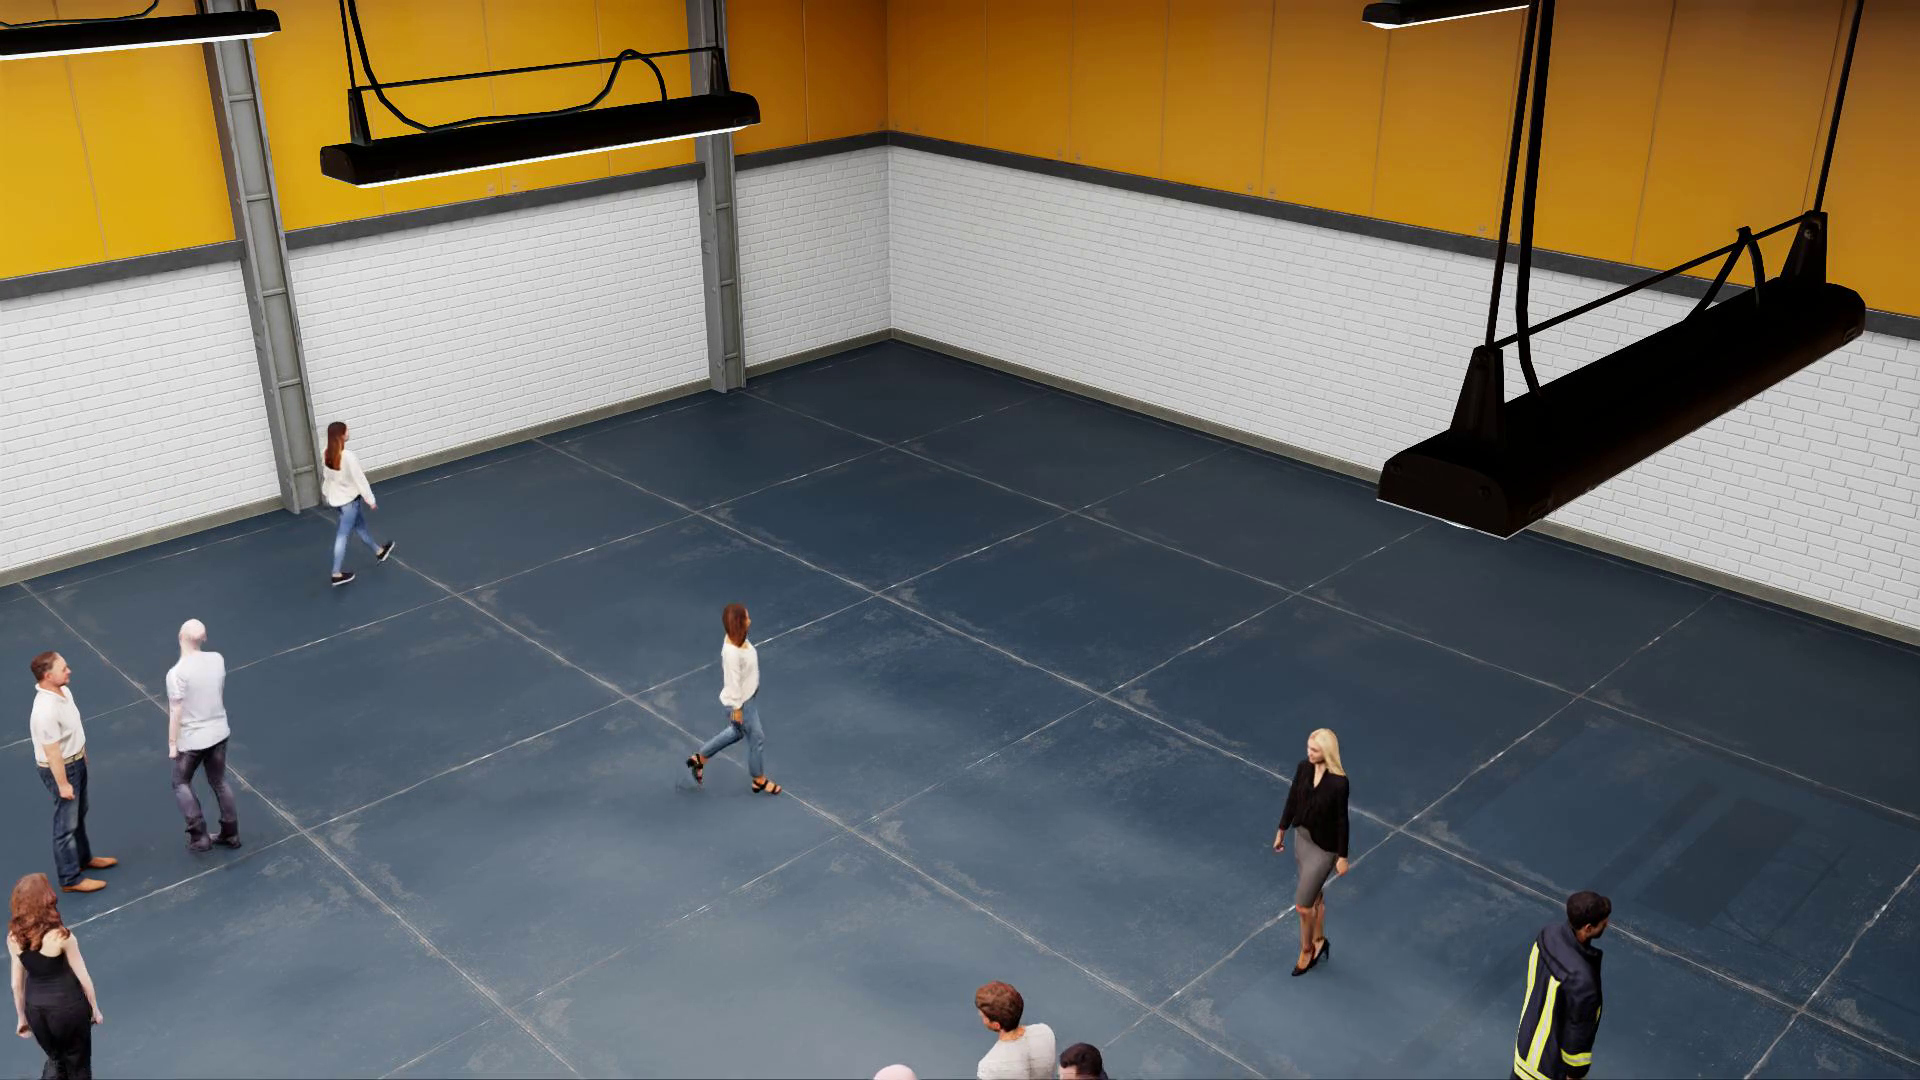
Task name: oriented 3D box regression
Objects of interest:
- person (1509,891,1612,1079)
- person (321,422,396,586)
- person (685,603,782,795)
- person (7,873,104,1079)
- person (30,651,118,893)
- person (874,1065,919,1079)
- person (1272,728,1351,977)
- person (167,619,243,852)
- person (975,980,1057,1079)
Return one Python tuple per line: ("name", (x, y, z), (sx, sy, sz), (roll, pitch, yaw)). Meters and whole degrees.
("person", (3.299, 2.753, 9.247), (0.929, 1.923, 0.878), (-1, 24, -2))
("person", (-6.208, -0.333, 16.652), (0.801, 1.648, 1.129), (15, 28, 30))
("person", (-1.804, 1.258, 12.997), (1.066, 1.659, 0.982), (-1, 24, -3))
("person", (-5.191, 2.765, 9.478), (0.824, 1.717, 0.886), (0, 24, 1))
("person", (-6.431, 1.641, 11.889), (0.777, 1.844, 0.754), (-4, 24, -9))
("person", (-0.306, 3.294, 8.161), (0.639, 1.803, 0.674), (-16, 28, -31))
("person", (2.424, 2.039, 11.001), (0.715, 1.827, 0.718), (-14, 27, -30))
("person", (-5.596, 1.486, 12.300), (0.903, 1.801, 0.724), (4, 24, 9))
("person", (0.363, 3.108, 8.508), (1.101, 1.865, 0.854), (-13, 27, -28))
